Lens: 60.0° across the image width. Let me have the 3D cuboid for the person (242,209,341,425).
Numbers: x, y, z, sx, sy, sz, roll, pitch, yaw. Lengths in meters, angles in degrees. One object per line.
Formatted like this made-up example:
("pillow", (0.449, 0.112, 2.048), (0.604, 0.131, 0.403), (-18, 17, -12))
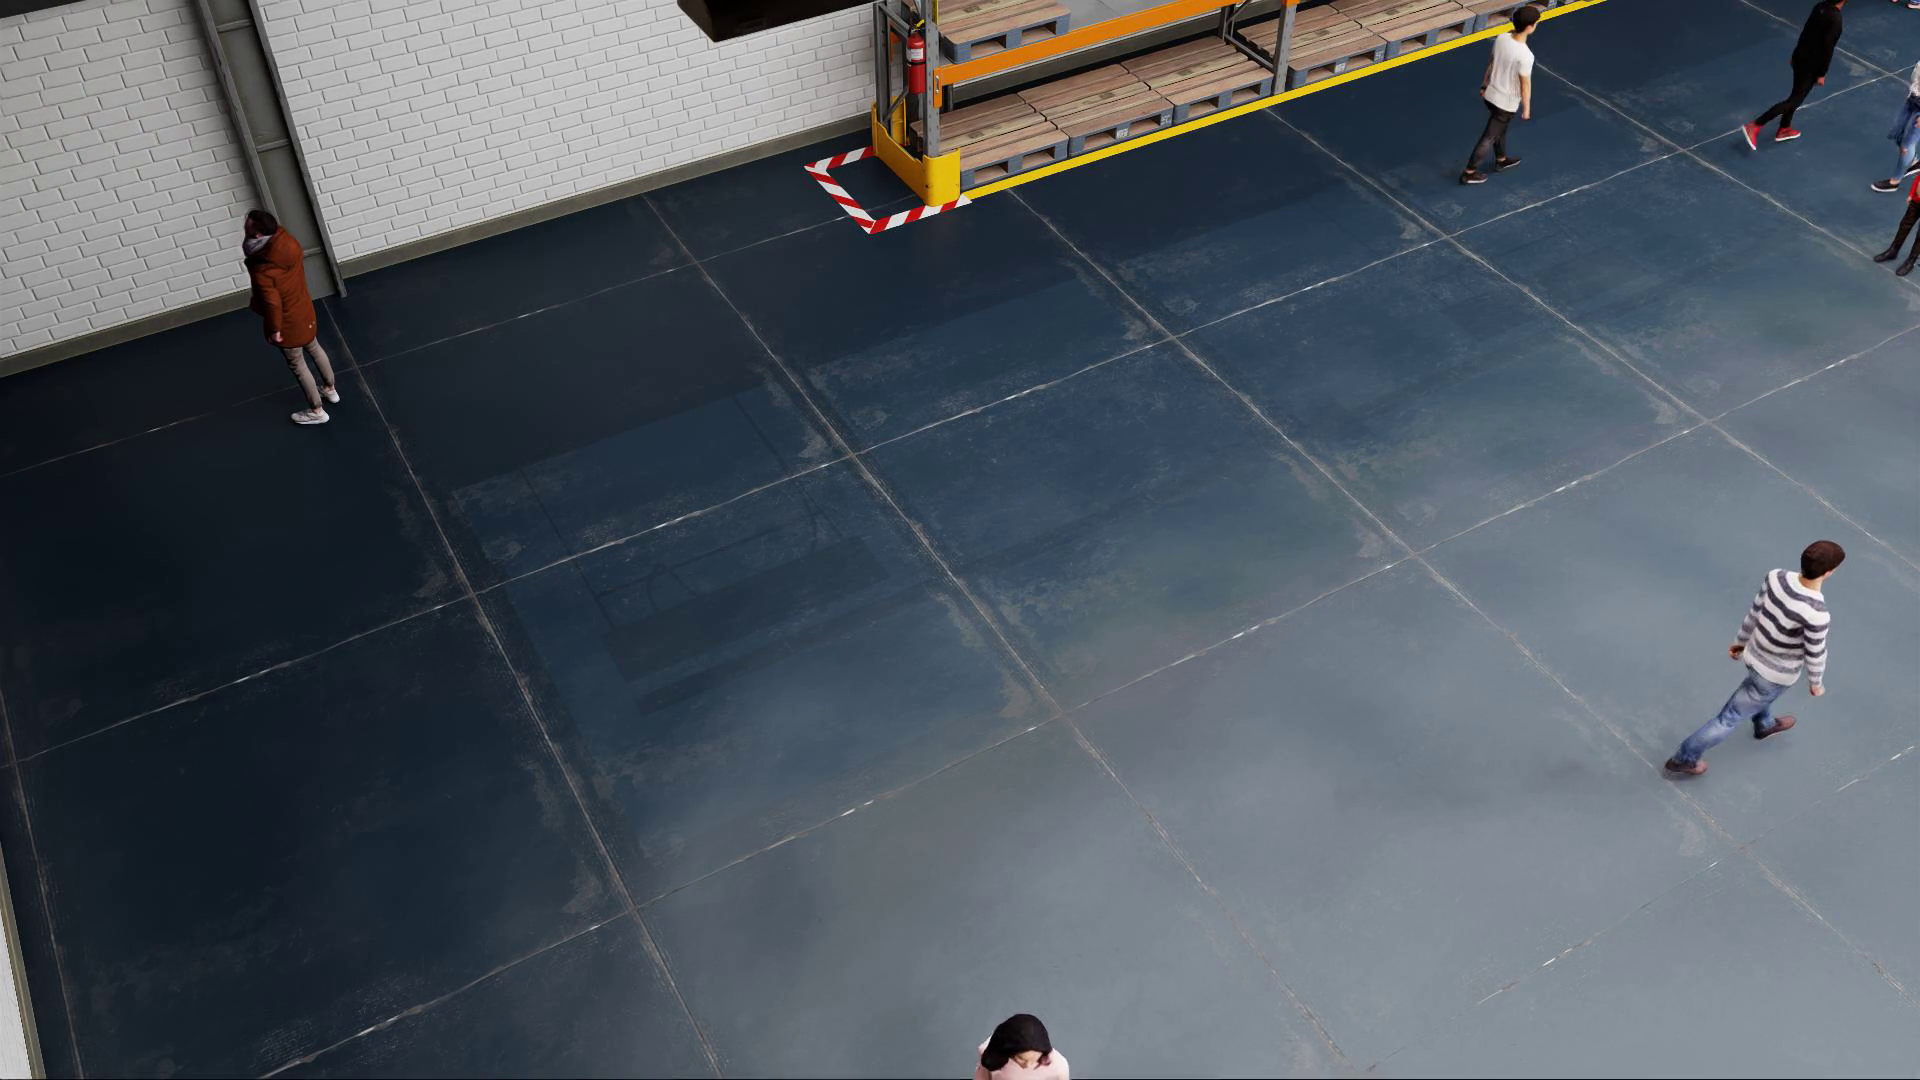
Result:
("person", (-5.041, -1.696, 12.515), (0.908, 1.838, 0.858), (6, 44, 6))

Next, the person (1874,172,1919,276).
("person", (8.237, -2.877, 14.160), (0.490, 1.281, 0.492), (-20, 47, -20))

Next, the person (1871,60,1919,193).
("person", (8.713, -3.884, 14.927), (0.821, 1.681, 0.772), (3, 44, 4))

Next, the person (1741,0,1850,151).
("person", (7.860, -4.442, 15.537), (1.012, 1.646, 0.884), (3, 44, 3))

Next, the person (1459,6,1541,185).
("person", (4.832, -3.990, 15.024), (0.982, 1.700, 0.788), (-12, 45, -12))

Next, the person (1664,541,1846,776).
("person", (4.756, 0.771, 9.955), (1.294, 1.798, 0.956), (-7, 44, -7))

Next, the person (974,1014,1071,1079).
("person", (0.331, 2.688, 7.988), (1.090, 1.737, 1.169), (13, 45, 13))
